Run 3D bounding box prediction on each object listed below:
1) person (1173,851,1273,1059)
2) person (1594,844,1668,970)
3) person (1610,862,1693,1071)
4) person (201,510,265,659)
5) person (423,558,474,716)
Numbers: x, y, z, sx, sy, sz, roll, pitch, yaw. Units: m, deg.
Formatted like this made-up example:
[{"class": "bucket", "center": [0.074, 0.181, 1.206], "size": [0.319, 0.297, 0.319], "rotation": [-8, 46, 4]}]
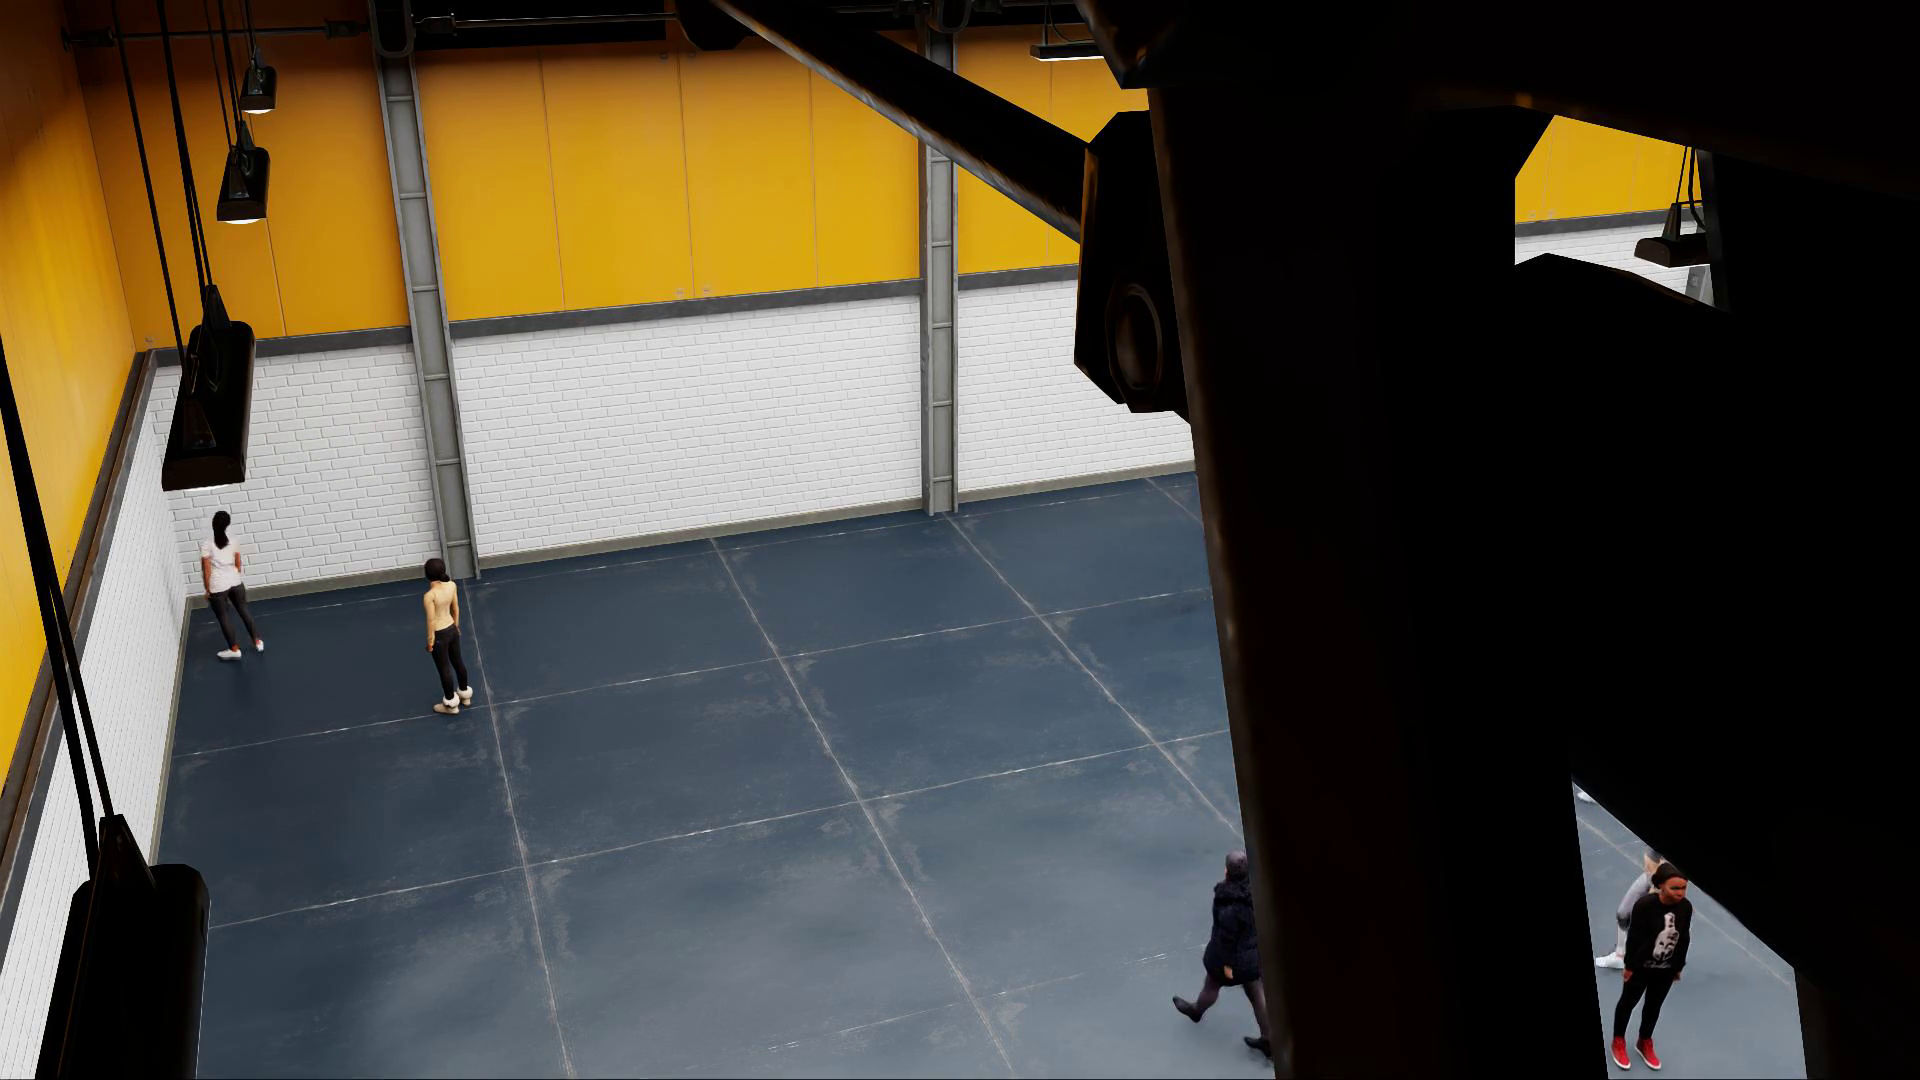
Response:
[{"class": "person", "center": [2.061, 2.973, 11.861], "size": [1.105, 1.623, 0.991], "rotation": [-21, 31, -39]}, {"class": "person", "center": [5.352, 2.631, 12.562], "size": [0.819, 1.687, 0.687], "rotation": [-1, 24, -2]}, {"class": "person", "center": [4.892, 2.984, 11.772], "size": [0.584, 1.674, 0.719], "rotation": [0, 24, -1]}, {"class": "person", "center": [-7.762, 0.492, 17.534], "size": [0.802, 1.624, 0.716], "rotation": [8, 25, 17]}, {"class": "person", "center": [-5.112, 0.932, 16.483], "size": [0.752, 1.660, 0.688], "rotation": [11, 26, 24]}]
